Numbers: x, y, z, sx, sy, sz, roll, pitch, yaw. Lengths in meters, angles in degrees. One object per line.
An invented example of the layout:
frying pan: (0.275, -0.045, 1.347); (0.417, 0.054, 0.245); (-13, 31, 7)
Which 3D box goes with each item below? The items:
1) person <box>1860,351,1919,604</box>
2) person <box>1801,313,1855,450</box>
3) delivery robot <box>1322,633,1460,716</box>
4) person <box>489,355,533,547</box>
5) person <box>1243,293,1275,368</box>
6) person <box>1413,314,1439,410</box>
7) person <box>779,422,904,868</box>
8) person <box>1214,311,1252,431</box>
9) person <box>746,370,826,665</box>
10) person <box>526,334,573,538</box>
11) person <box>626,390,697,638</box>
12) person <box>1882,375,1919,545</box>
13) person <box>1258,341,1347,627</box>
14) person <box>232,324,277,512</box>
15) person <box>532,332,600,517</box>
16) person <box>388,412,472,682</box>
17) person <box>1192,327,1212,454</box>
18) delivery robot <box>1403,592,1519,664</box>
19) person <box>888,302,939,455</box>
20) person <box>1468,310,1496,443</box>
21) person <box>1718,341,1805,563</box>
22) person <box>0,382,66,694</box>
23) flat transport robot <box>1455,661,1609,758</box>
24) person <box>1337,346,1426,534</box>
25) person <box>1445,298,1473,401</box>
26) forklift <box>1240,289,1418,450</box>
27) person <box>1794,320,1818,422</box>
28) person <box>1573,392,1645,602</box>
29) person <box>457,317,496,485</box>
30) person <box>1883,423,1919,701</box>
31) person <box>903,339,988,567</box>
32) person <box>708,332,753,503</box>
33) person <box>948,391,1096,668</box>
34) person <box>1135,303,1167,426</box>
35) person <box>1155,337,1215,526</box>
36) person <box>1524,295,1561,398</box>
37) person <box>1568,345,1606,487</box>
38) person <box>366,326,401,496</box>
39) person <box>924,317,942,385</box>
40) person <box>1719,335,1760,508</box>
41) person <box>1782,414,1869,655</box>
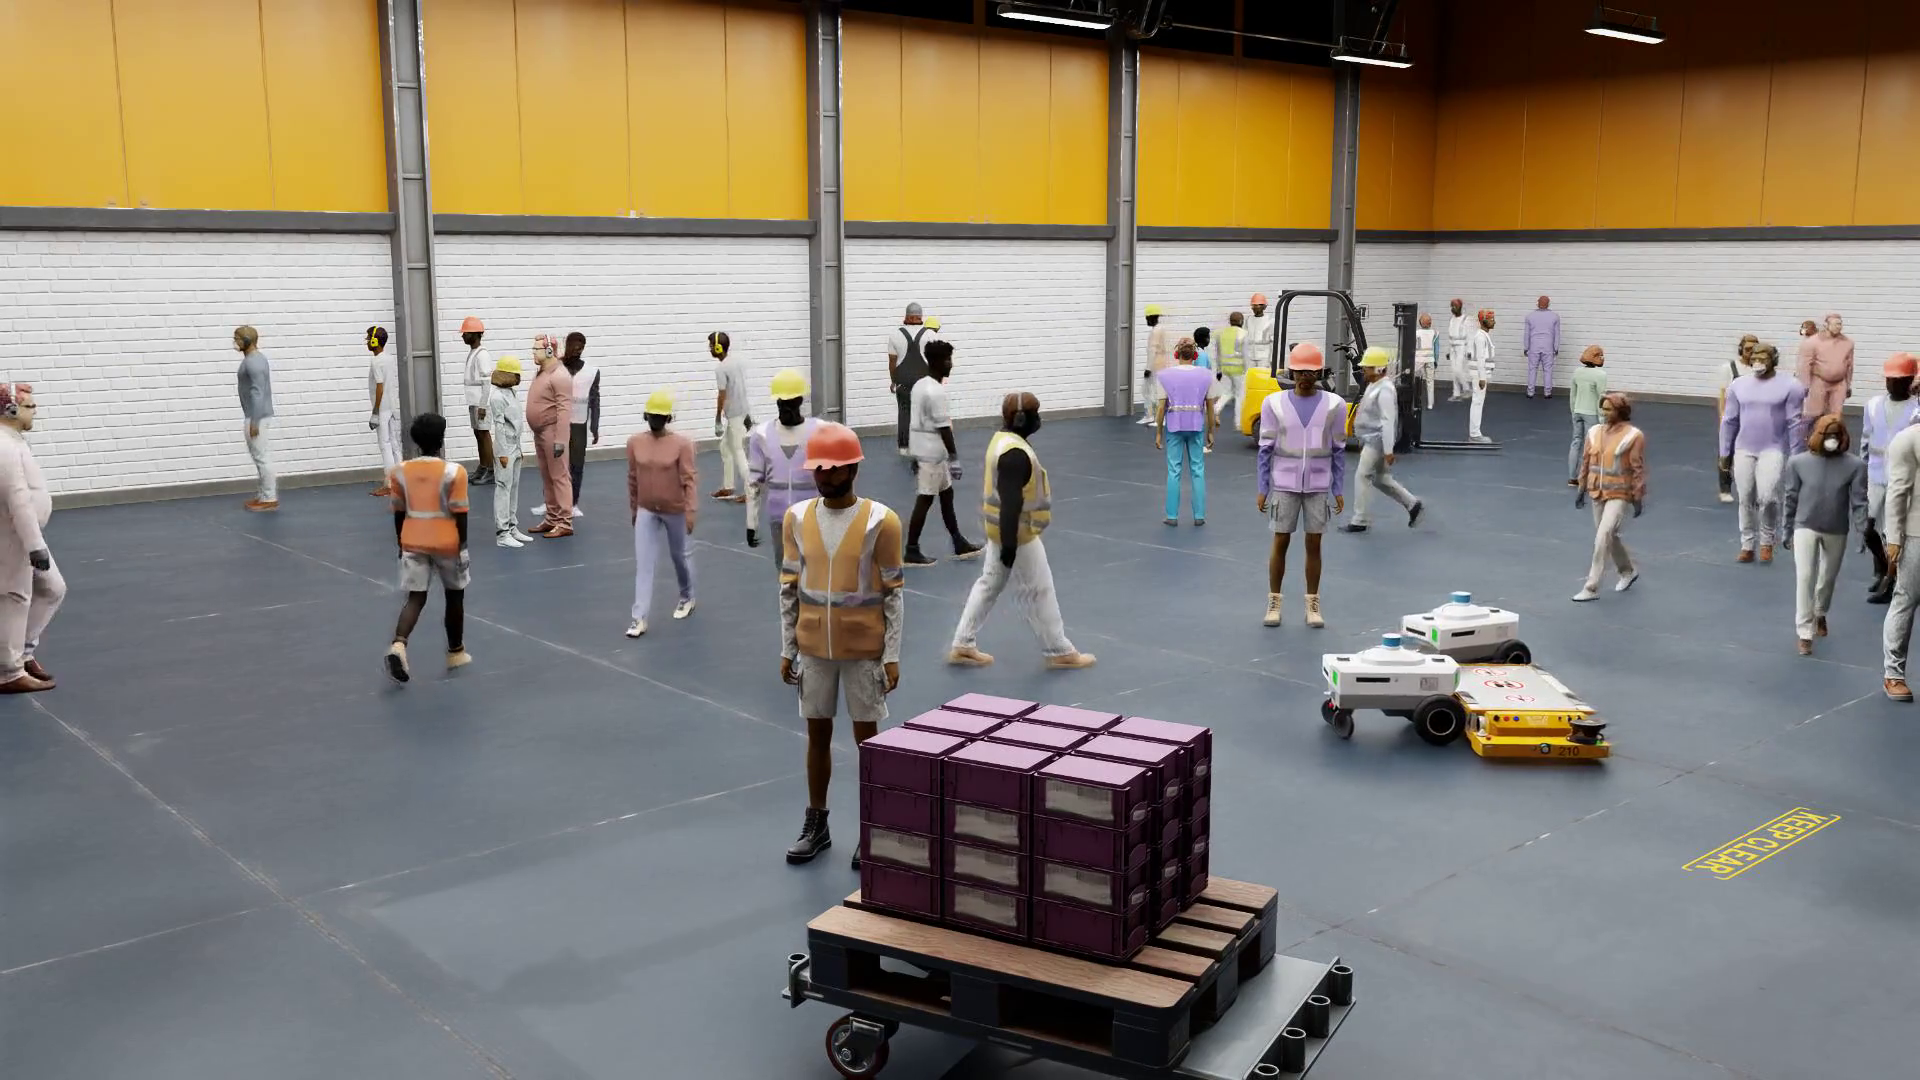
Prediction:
person: (7.074, -0.467, 12.610); (0.449, 1.924, 0.552); (-7, 12, -36)
person: (11.602, -2.098, 22.287); (0.651, 1.890, 0.611); (1, 10, 4)
delivery robot: (2.366, 0.759, 9.164); (0.707, 0.478, 0.477); (0, 10, 3)
person: (-4.102, -0.813, 15.176); (0.300, 1.742, 0.486); (0, 10, 3)
person: (4.798, -2.954, 26.827); (0.605, 2.045, 0.388); (7, 12, 35)
person: (7.958, -3.045, 28.539); (0.523, 1.639, 0.309); (-1, 10, -5)
person: (-0.522, 0.457, 7.164); (0.553, 1.935, 0.361); (3, 10, 15)
person: (4.095, -2.541, 25.074); (0.629, 1.822, 0.646); (-8, 12, -39)
person: (-1.100, -0.142, 10.770); (0.613, 1.902, 0.674); (2, 10, 10)
person: (-3.868, -0.976, 15.647); (0.409, 1.908, 0.639); (-6, 12, -33)
person: (-2.108, -0.215, 11.778); (0.531, 1.708, 0.954); (1, 10, 9)
person: (8.223, -0.636, 14.500); (0.524, 1.621, 0.390); (-1, 10, -9)
person: (2.420, -0.383, 11.782); (0.615, 2.038, 0.395); (1, 10, 7)
person: (-7.289, -1.260, 17.215); (0.353, 1.937, 0.635); (-4, 10, -21)
person: (-3.975, -1.163, 16.842); (0.690, 1.883, 0.370); (-1, 10, -5)
person: (-3.318, 0.045, 10.349); (0.533, 1.677, 0.745); (1, 10, 8)
person: (3.223, -2.009, 22.306); (0.318, 1.699, 0.534); (0, 10, -3)
delivery robot: (3.100, 0.564, 10.305); (0.707, 0.478, 0.477); (-4, 11, -24)
person: (-0.602, -2.143, 22.085); (0.688, 2.000, 0.536); (0, 10, 1)
person: (7.378, -2.306, 23.503); (0.354, 1.883, 0.573); (3, 10, 17)
person: (6.816, -0.738, 14.219); (0.645, 1.920, 0.472); (9, 13, 42)
person: (-5.668, -0.005, 10.024); (0.451, 1.887, 0.641); (-5, 11, -26)
flat transport robot: (3.072, 0.923, 9.312); (0.652, 0.197, 1.431); (1, 10, 3)
person: (4.029, -0.938, 15.754); (0.773, 1.802, 0.580); (2, 10, 9)
person: (9.023, -3.437, 30.166); (0.408, 1.866, 0.599); (-4, 11, -24)
forklift: (5.034, -2.339, 22.783); (2.313, 2.155, 1.214); (3, 10, 16)
person: (13.497, -2.682, 26.445); (0.431, 1.624, 0.507); (-1, 10, -5)
person: (5.050, -0.351, 12.848); (0.813, 1.603, 0.528); (-5, 11, -29)
person: (-5.575, -1.599, 19.199); (0.360, 1.939, 0.543); (-6, 11, -30)
person: (5.805, -0.001, 9.866); (0.627, 1.934, 0.371); (0, 10, 1)
person: (-0.105, -0.736, 14.163); (0.916, 1.926, 0.617); (-3, 10, -16)
person: (-2.491, -1.306, 17.801); (0.751, 1.828, 0.543); (3, 10, 15)
person: (0.361, -0.056, 10.608); (0.945, 1.796, 0.639); (-1, 10, -6)
person: (2.945, -2.705, 25.769); (0.654, 1.905, 0.603); (1, 10, 6)
person: (2.199, -1.046, 16.236); (0.569, 1.843, 0.373); (0, 10, -1)
person: (10.795, -3.578, 30.871); (0.644, 1.913, 0.408); (4, 10, 20)
person: (7.167, -1.410, 18.985); (0.282, 1.633, 0.501); (-4, 11, -24)
person: (-6.373, -1.414, 18.326); (0.328, 1.869, 0.520); (0, 10, 1)
person: (-0.409, -2.301, 23.804); (0.299, 1.772, 0.533); (-4, 11, -23)
person: (8.250, -1.243, 17.505); (0.513, 1.804, 0.918); (2, 10, 10)
person: (5.843, -0.073, 11.265); (0.519, 1.599, 0.822); (4, 10, 22)
